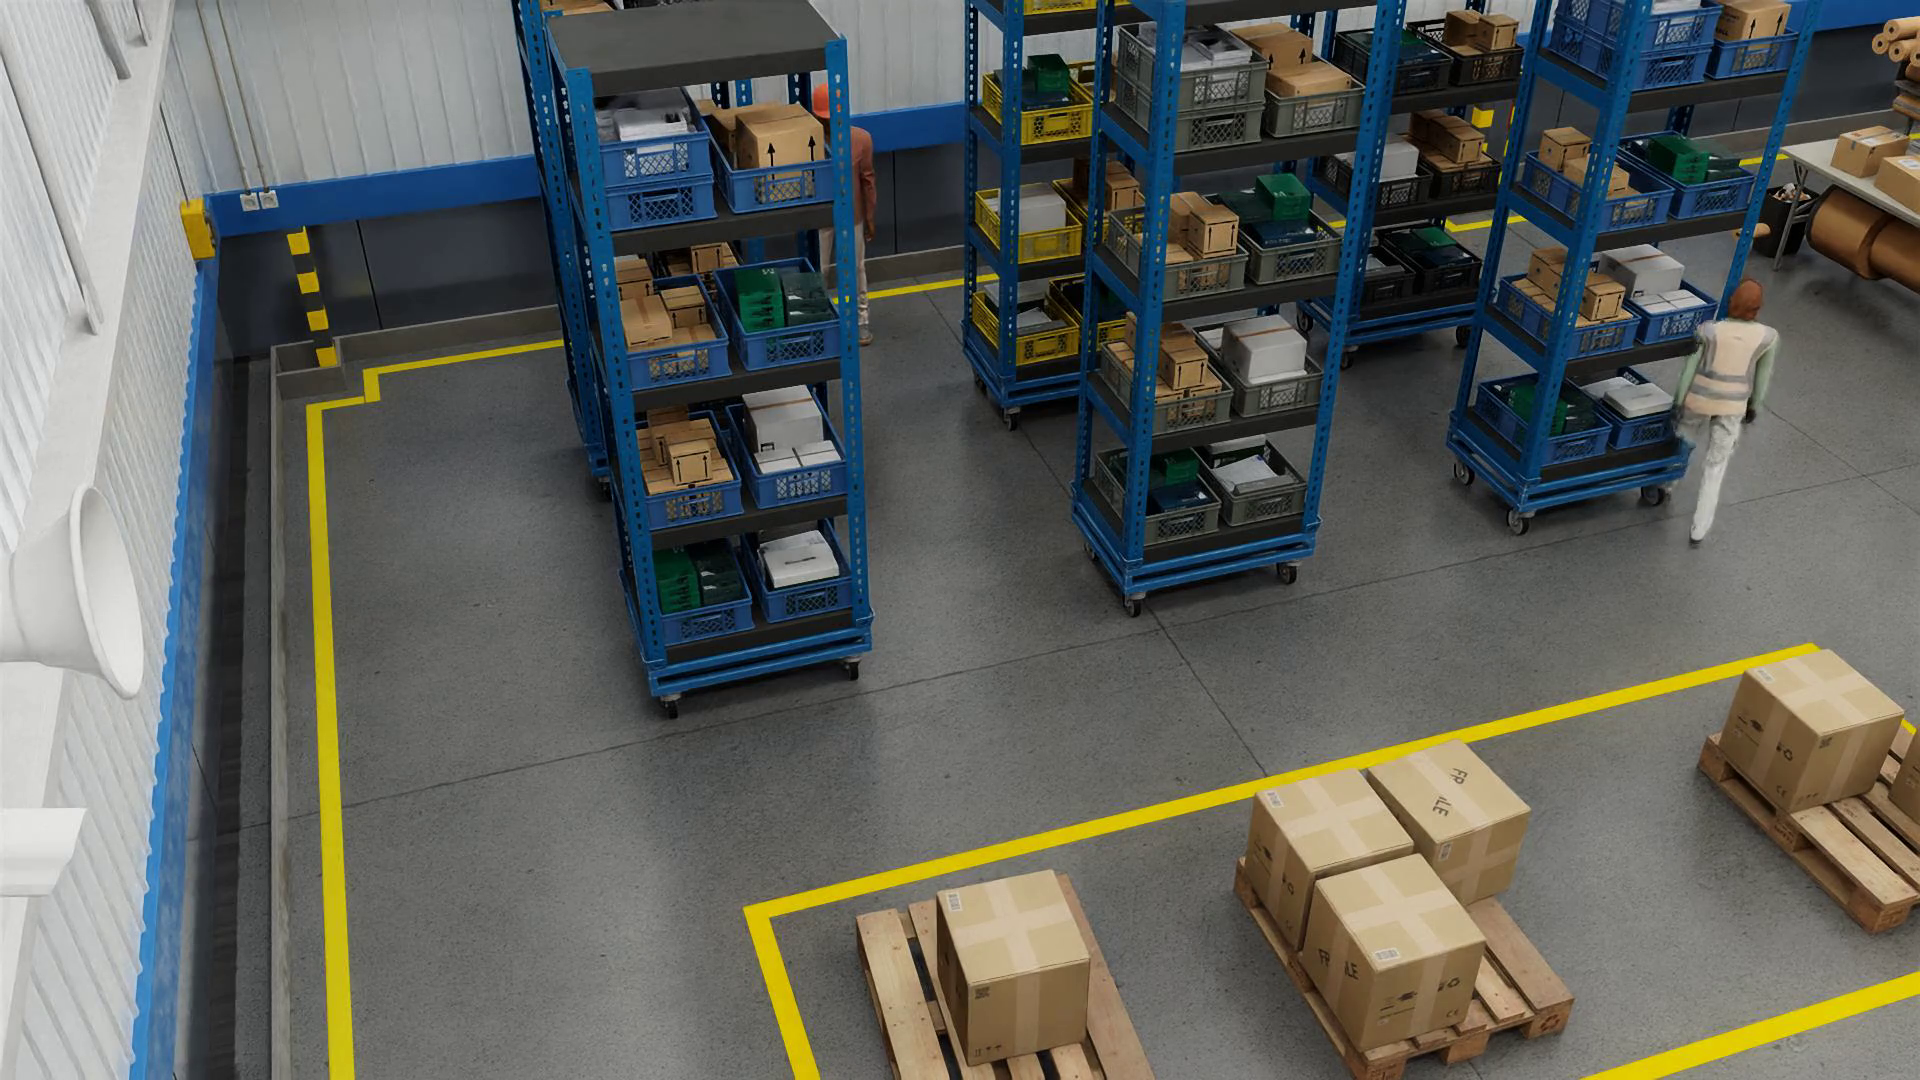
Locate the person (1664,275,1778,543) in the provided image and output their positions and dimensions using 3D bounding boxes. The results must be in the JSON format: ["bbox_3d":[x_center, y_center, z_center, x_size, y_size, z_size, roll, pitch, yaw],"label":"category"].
[{"bbox_3d":[4.570,-0.814,10.052,0.532,1.584,0.815,8,36,11],"label":"person"}]

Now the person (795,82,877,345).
[{"bbox_3d":[-0.893,-2.284,11.800,0.618,1.986,0.409,-7,36,-9],"label":"person"}]
